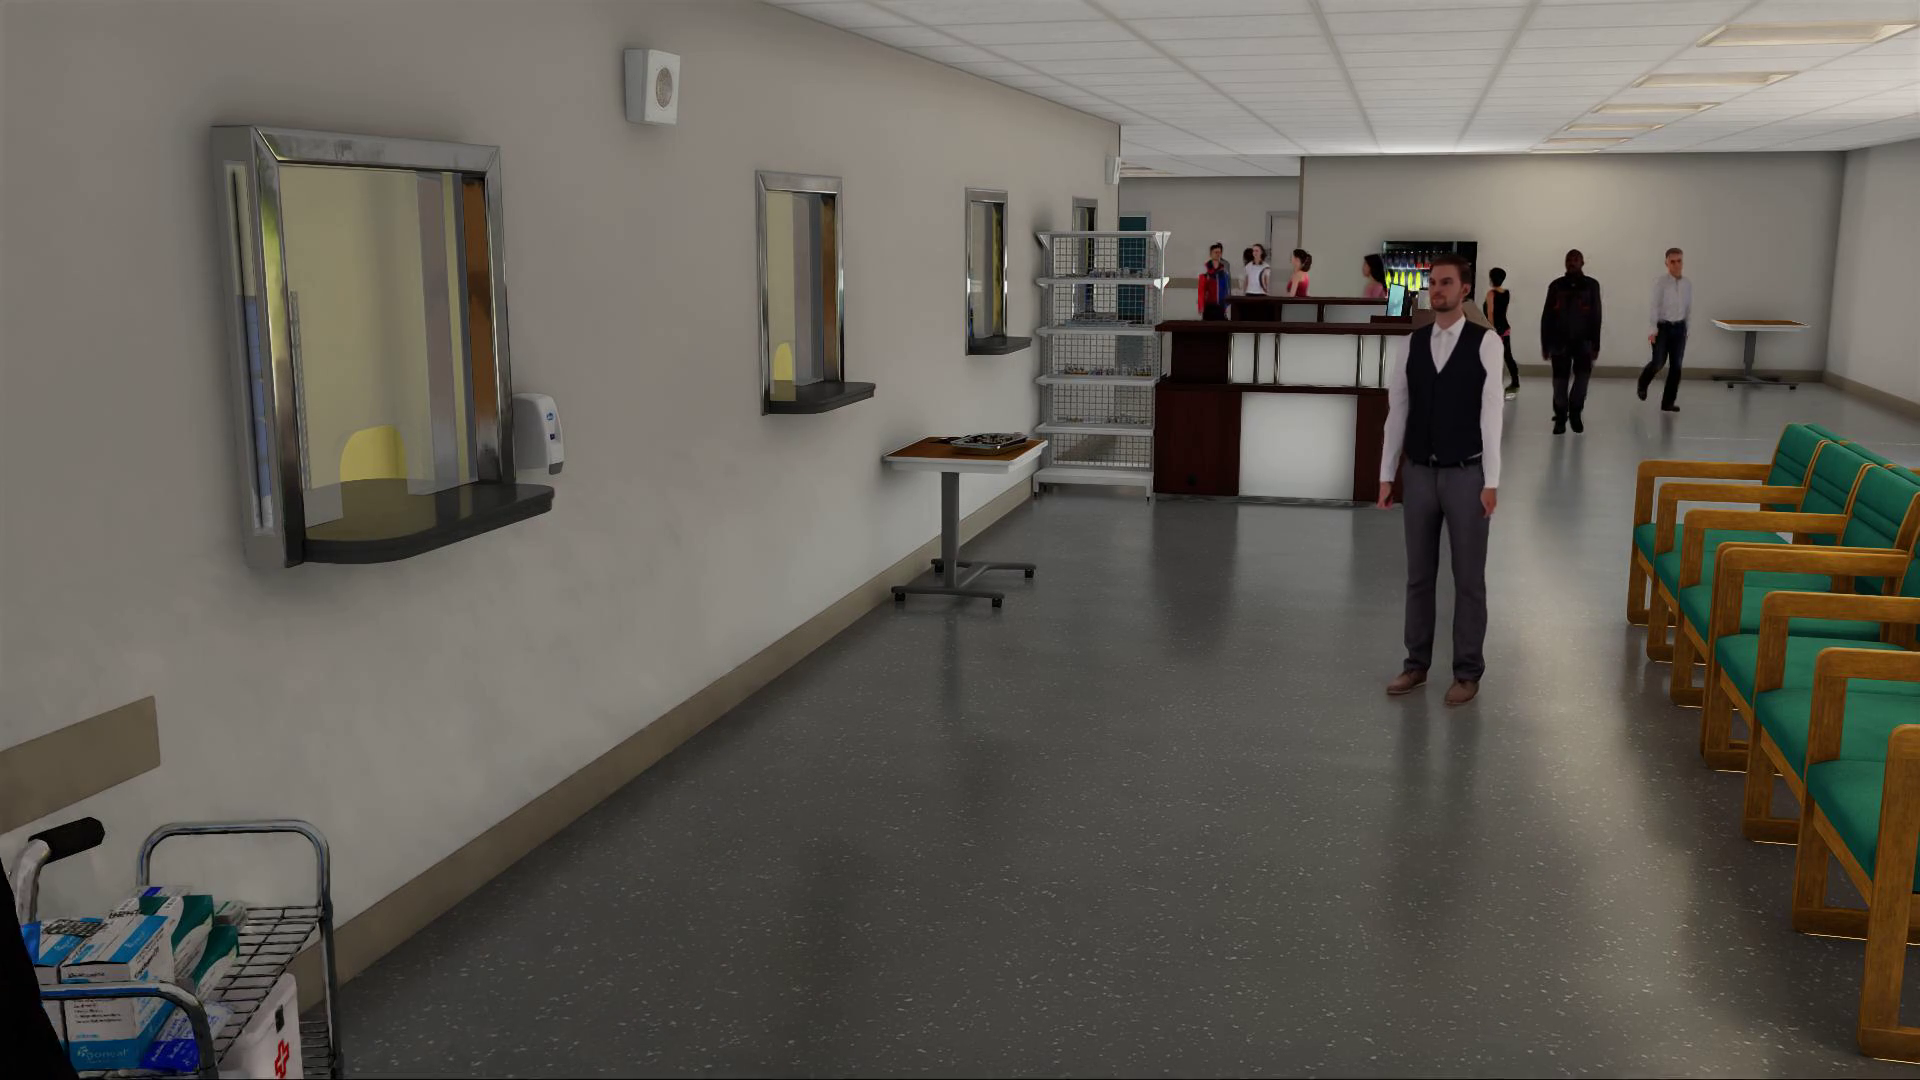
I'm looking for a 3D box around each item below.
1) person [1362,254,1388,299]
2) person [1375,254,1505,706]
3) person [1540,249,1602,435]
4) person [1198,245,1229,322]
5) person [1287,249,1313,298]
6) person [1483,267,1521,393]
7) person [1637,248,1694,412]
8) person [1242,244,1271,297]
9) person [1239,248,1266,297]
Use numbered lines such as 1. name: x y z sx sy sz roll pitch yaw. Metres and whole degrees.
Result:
1. person: 4.656 -2.256 18.365 1.216 1.691 0.945 -2 11 -12
2. person: 2.151 -0.288 7.339 0.694 1.934 0.831 8 14 37
3. person: 6.082 -1.968 16.526 0.656 1.811 0.816 4 12 22
4. person: 3.773 -3.556 25.057 0.875 1.749 0.921 -4 11 -20
5. person: 4.448 -2.873 21.567 1.187 1.709 0.735 6 12 28
6. person: 6.584 -2.521 20.245 1.025 1.510 1.043 -5 12 -25
7. person: 7.840 -2.339 18.517 0.976 1.796 0.922 -2 11 -9
8. person: 4.793 -3.859 26.757 1.136 1.712 0.849 6 12 30
9. person: 4.872 -3.970 27.517 1.022 1.645 1.197 -10 14 -41
